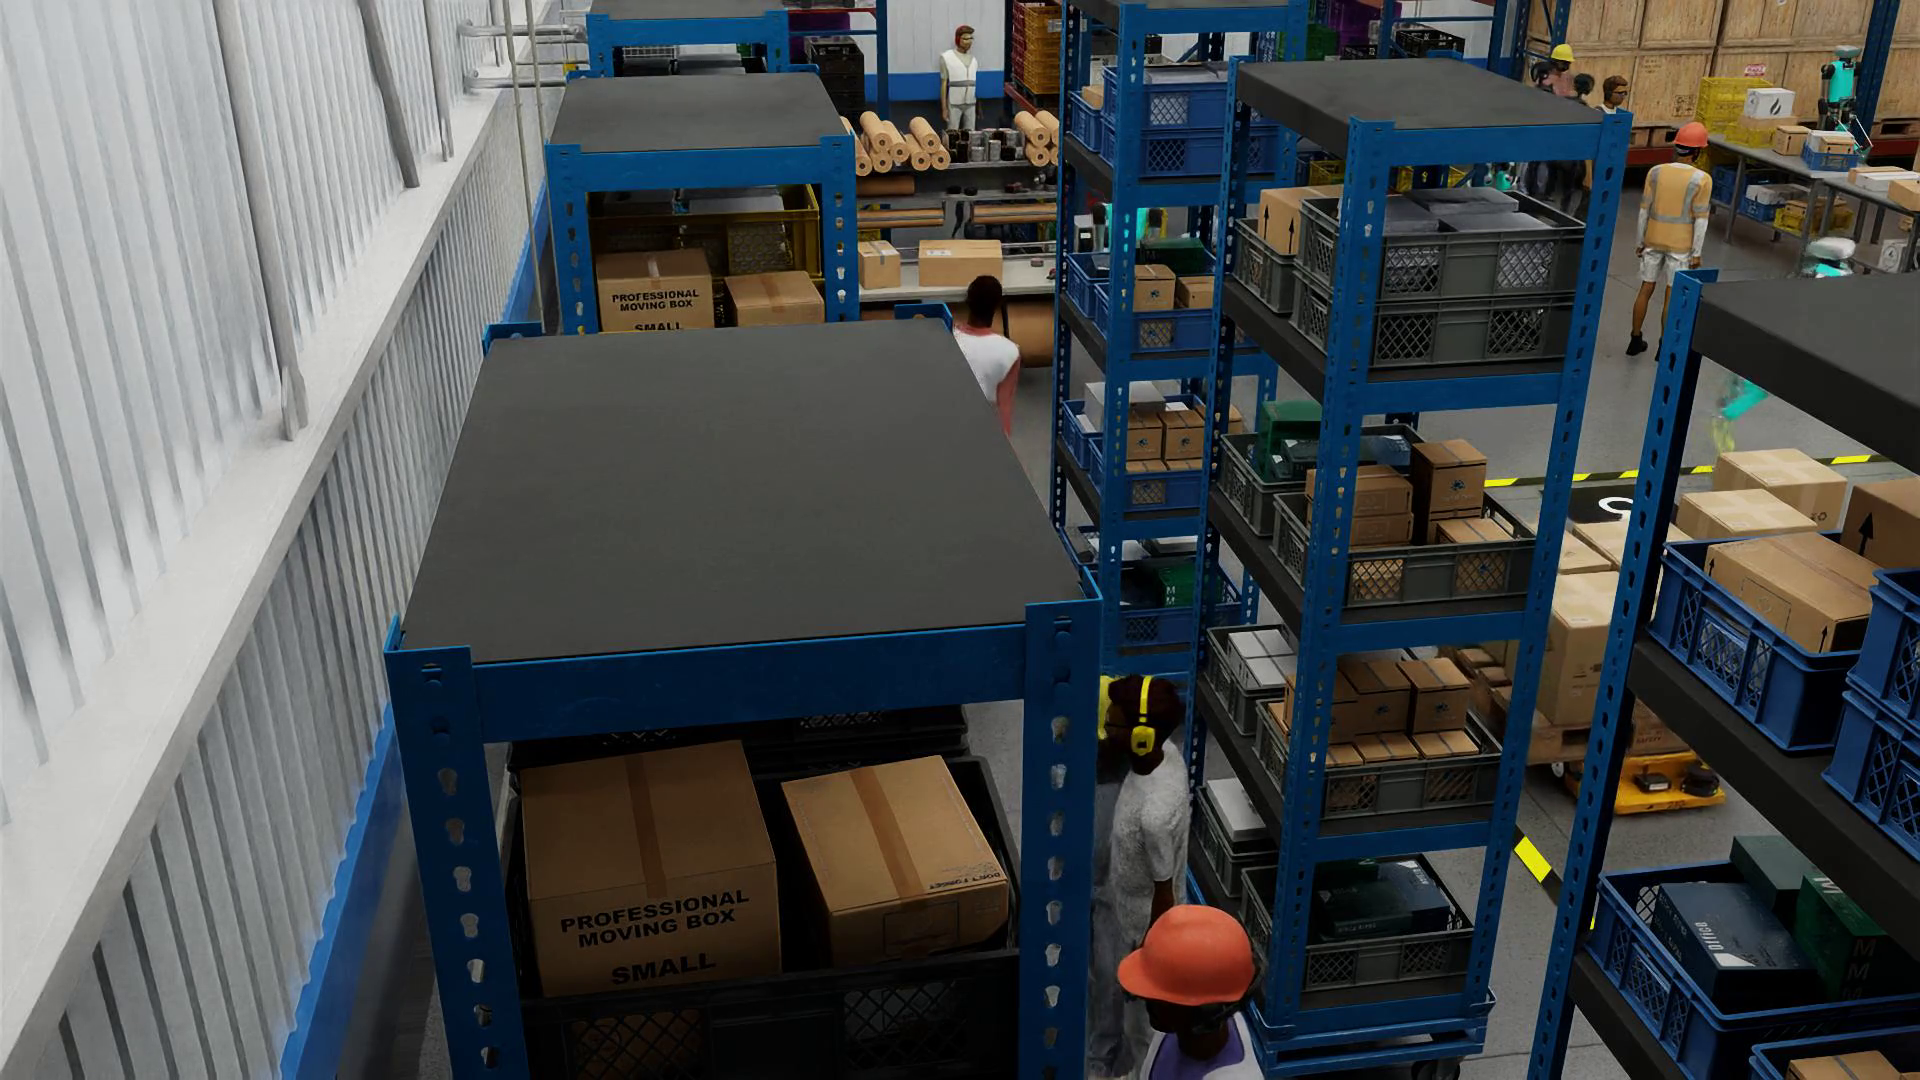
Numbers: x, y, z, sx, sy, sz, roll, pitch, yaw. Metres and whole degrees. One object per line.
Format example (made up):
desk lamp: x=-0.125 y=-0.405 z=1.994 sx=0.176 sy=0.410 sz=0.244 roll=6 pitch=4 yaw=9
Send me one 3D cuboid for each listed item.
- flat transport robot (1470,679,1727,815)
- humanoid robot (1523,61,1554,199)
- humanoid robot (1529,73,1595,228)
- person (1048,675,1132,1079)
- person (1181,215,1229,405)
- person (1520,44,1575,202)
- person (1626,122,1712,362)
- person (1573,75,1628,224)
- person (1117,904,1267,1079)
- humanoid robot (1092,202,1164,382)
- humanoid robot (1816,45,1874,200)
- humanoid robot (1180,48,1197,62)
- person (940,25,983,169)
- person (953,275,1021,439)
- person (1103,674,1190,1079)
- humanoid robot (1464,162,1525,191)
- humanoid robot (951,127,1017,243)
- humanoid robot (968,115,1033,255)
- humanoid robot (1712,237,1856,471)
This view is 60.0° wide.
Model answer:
flat transport robot: x=3.144 y=0.888 z=8.335 sx=0.652 sy=0.197 sz=1.431 roll=-4 pitch=25 yaw=-8
humanoid robot: x=6.288 y=-4.363 z=18.101 sx=0.360 sy=1.652 sz=0.599 roll=2 pitch=25 yaw=5
humanoid robot: x=6.314 y=-4.094 z=17.557 sx=0.519 sy=1.647 sz=0.593 roll=-1 pitch=25 yaw=-2
person: x=0.501 y=1.168 z=6.033 sx=0.513 sy=1.709 sz=0.705 roll=6 pitch=25 yaw=13
person: x=1.637 y=-1.259 z=11.141 sx=0.397 sy=1.850 sz=0.597 roll=-3 pitch=25 yaw=-6
person: x=6.601 y=-4.645 z=18.616 sx=0.528 sy=1.761 sz=0.343 roll=-14 pitch=28 yaw=-28
person: x=5.808 y=-2.430 z=13.584 sx=0.373 sy=1.935 sz=0.549 roll=-21 pitch=32 yaw=-38
person: x=6.252 y=-3.619 z=16.297 sx=0.338 sy=1.838 sz=0.506 roll=22 pitch=32 yaw=39
person: x=0.559 y=1.793 z=4.281 sx=0.373 sy=2.044 sz=0.606 roll=-3 pitch=25 yaw=-6
humanoid robot: x=1.191 y=-1.762 z=12.394 sx=0.530 sy=1.736 sz=1.030 roll=6 pitch=25 yaw=13
humanoid robot: x=9.743 y=-4.526 z=18.218 sx=0.533 sy=1.677 sz=0.735 roll=-11 pitch=27 yaw=-23
humanoid robot: x=2.706 y=-4.588 z=18.564 sx=0.801 sy=1.803 sz=0.530 roll=-21 pitch=32 yaw=-39
person: x=0.012 y=-5.086 z=19.478 sx=0.565 sy=1.835 sz=0.401 roll=-15 pitch=28 yaw=-29
person: x=0.041 y=-0.598 z=9.671 sx=0.610 sy=1.874 sz=0.865 roll=3 pitch=25 yaw=6
person: x=0.599 y=1.282 z=5.597 sx=0.310 sy=1.868 sz=0.528 roll=2 pitch=25 yaw=5
humanoid robot: x=5.213 y=-3.556 z=16.402 sx=0.576 sy=1.887 sz=0.786 roll=-6 pitch=25 yaw=-13
humanoid robot: x=0.216 y=-2.832 z=14.772 sx=0.593 sy=1.646 sz=0.434 roll=-4 pitch=25 yaw=-9
humanoid robot: x=0.377 y=-3.086 z=15.322 sx=0.609 sy=1.642 sz=0.386 roll=-4 pitch=25 yaw=-8
humanoid robot: x=5.377 y=-1.178 z=11.144 sx=0.826 sy=1.801 sz=0.542 roll=21 pitch=32 yaw=38
